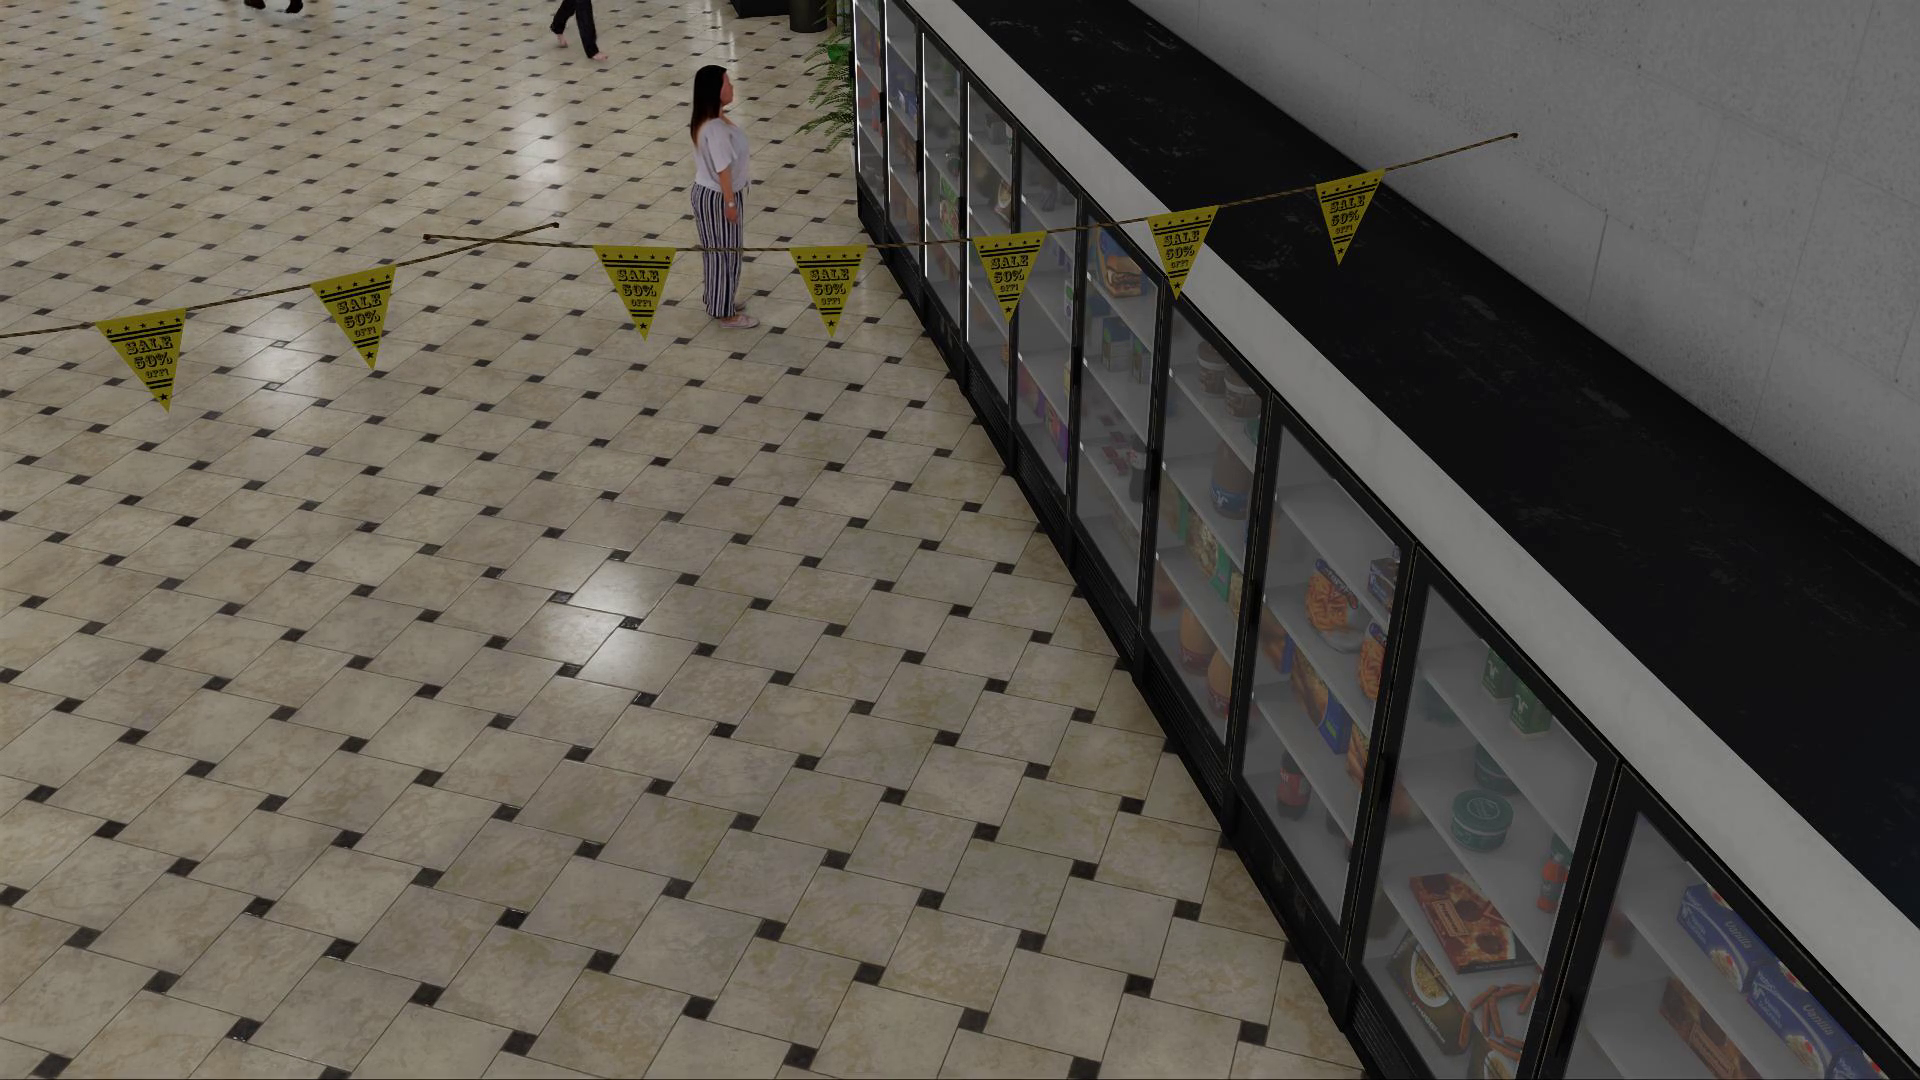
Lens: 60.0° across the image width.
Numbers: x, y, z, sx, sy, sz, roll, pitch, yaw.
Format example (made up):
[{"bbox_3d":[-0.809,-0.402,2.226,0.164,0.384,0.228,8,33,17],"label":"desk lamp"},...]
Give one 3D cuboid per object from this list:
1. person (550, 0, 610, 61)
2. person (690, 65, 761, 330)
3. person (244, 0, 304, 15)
[{"bbox_3d":[-3.732,-5.506,15.764,1.162,1.831,1.175,21,37,30],"label":"person"},{"bbox_3d":[-1.529,-2.184,10.569,0.621,1.680,0.684,-10,33,-16],"label":"person"},{"bbox_3d":[-7.146,-6.294,17.008,1.209,1.855,1.298,25,39,34],"label":"person"}]
